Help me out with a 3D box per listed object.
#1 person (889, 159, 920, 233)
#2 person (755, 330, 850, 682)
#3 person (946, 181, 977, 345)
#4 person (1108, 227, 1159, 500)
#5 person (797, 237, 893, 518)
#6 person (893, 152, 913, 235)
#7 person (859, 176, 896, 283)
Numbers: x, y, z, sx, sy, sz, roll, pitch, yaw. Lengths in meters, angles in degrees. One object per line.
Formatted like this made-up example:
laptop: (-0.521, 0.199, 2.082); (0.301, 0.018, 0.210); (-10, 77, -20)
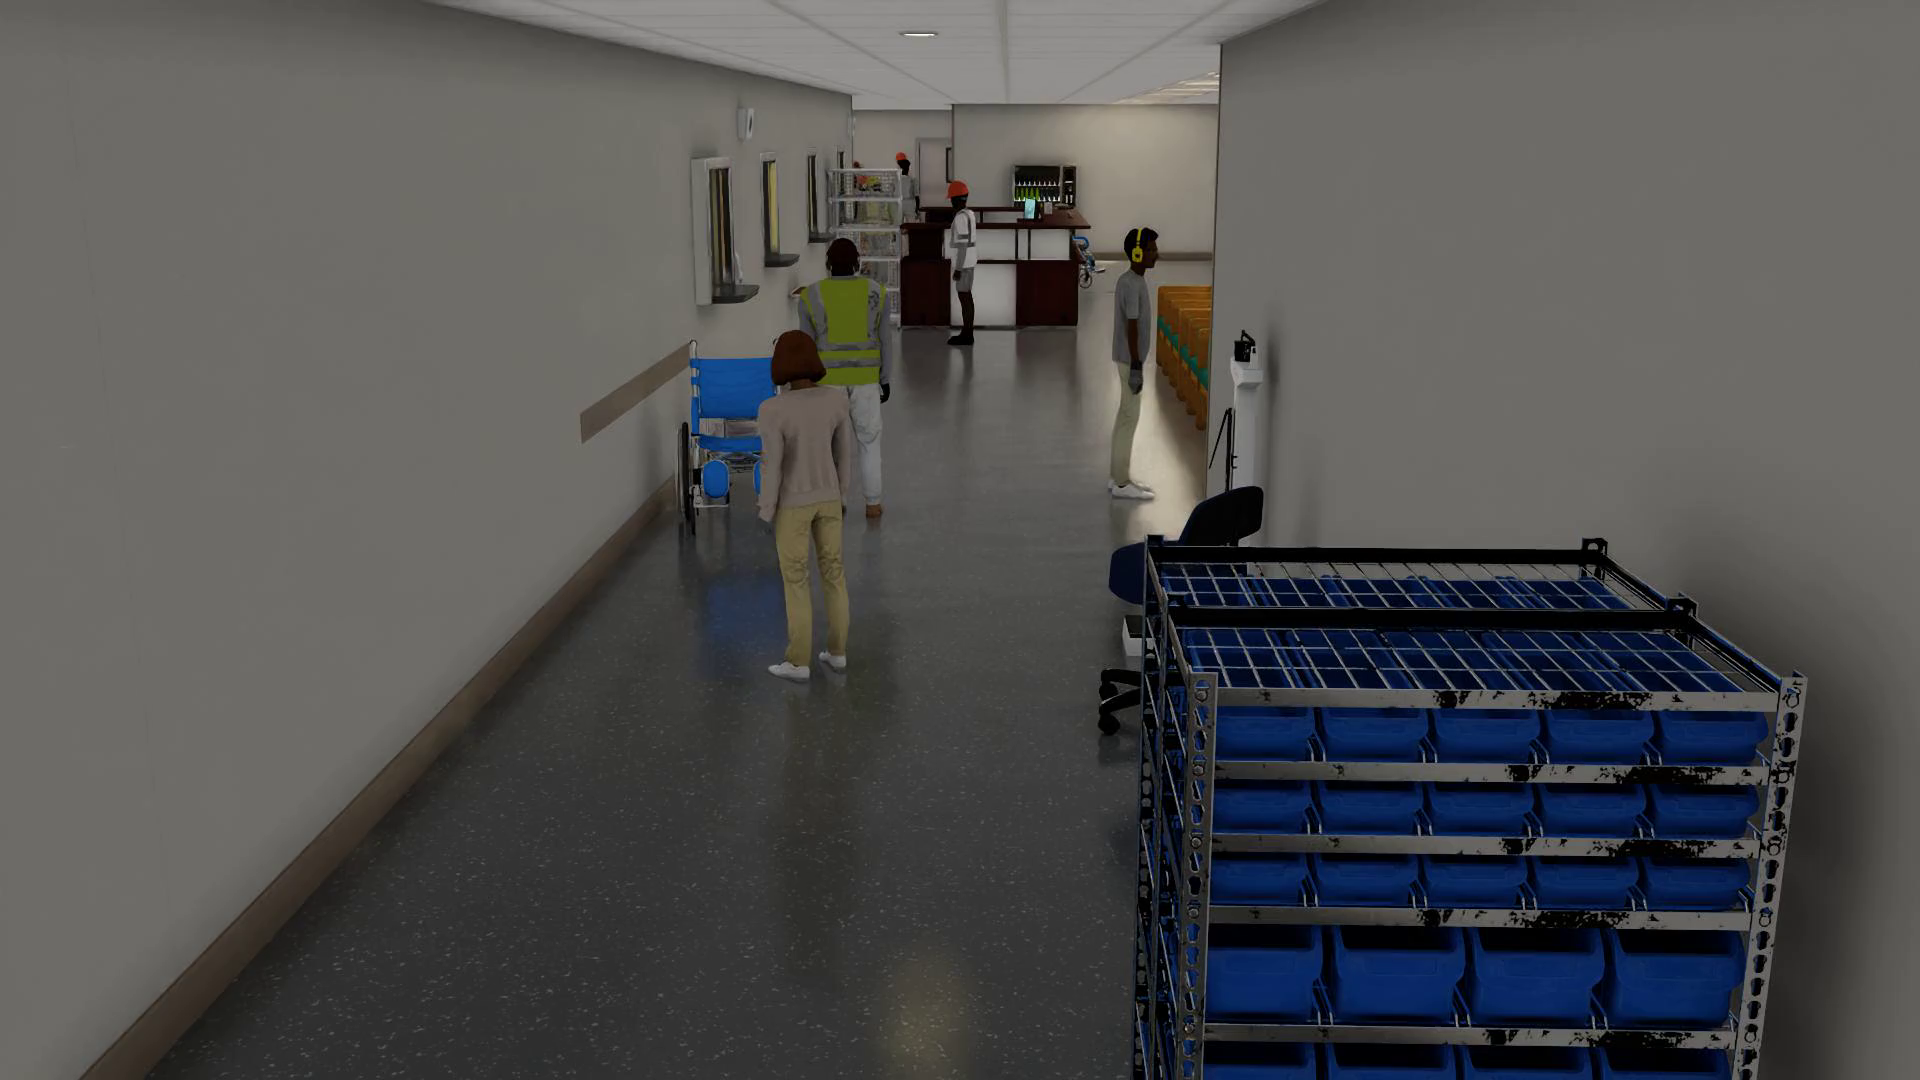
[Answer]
person: (-1.098, -6.572, 33.054); (0.614, 1.963, 0.362); (1, 14, 4)
person: (-0.720, -0.156, 7.700); (0.497, 1.633, 0.279); (-11, 18, -39)
person: (0.008, -3.288, 19.805); (0.375, 1.930, 0.542); (3, 14, 11)
person: (1.206, -1.220, 11.545); (0.309, 1.863, 0.534); (0, 14, 2)
person: (-0.748, -1.043, 10.871); (0.621, 1.845, 0.429); (-2, 14, -10)
person: (-1.416, -8.478, 40.734); (0.619, 1.990, 0.395); (11, 18, 37)
person: (-1.318, -4.961, 26.879); (0.637, 1.791, 0.432); (6, 15, 23)
